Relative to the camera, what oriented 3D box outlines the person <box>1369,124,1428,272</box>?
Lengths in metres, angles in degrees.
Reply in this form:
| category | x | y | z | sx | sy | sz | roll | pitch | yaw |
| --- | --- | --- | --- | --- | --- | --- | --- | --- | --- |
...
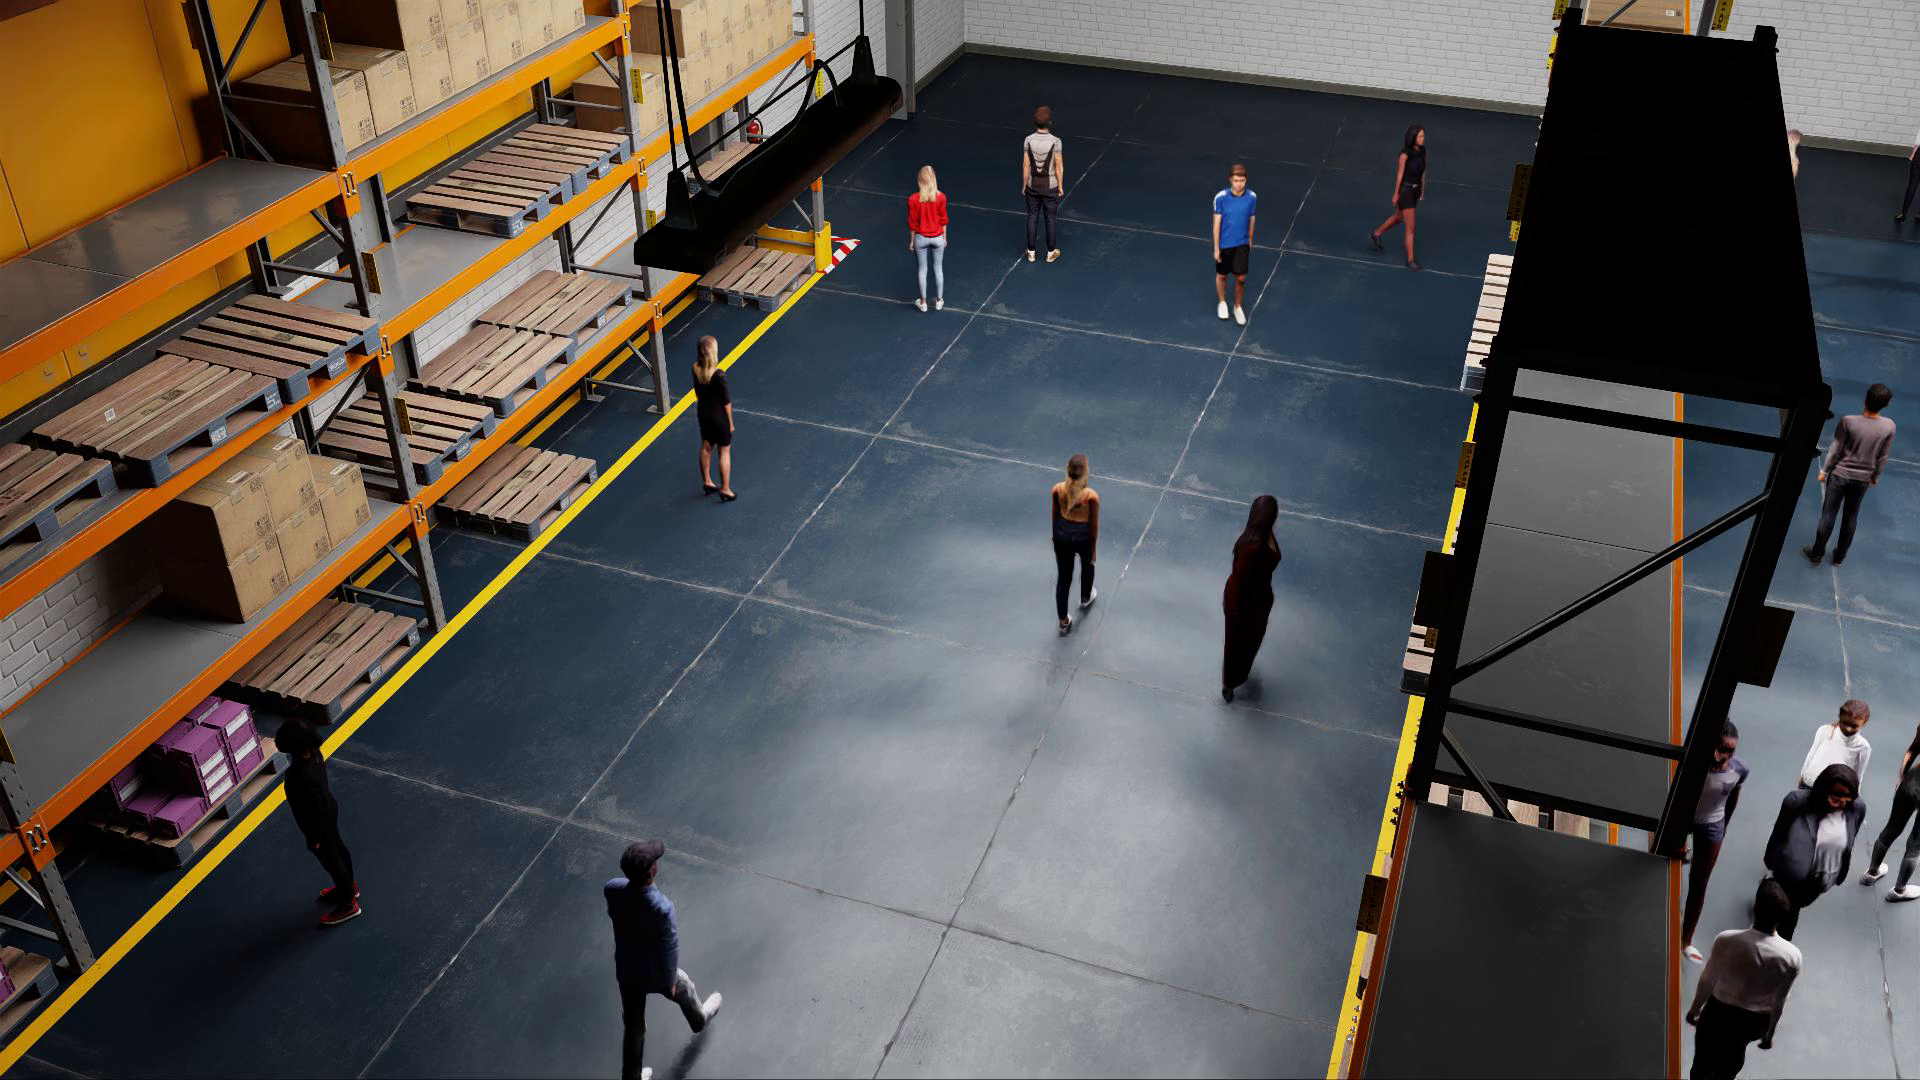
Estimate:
| category | x | y | z | sx | sy | sz | roll | pitch | yaw |
| --- | --- | --- | --- | --- | --- | --- | --- | --- | --- |
| person | 5.310 | -4.151 | 19.987 | 1.170 | 1.703 | 1.063 | -24 | 41 | -32 |

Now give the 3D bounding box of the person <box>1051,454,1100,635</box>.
| category | x | y | z | sx | sy | sz | roll | pitch | yaw |
| --- | --- | --- | --- | --- | --- | --- | --- | --- | --- |
| person | 0.915 | 0.061 | 13.739 | 0.602 | 1.605 | 0.880 | 12 | 35 | 17 |

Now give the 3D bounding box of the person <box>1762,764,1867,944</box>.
| category | x | y | z | sx | sy | sz | roll | pitch | yaw |
| --- | --- | --- | --- | --- | --- | --- | --- | --- | --- |
| person | 5.463 | 2.048 | 10.783 | 0.891 | 1.568 | 1.108 | 0 | 34 | 0 |

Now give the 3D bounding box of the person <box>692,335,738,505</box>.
| category | x | y | z | sx | sy | sz | roll | pitch | yaw |
| --- | --- | --- | --- | --- | --- | --- | --- | --- | --- |
| person | -2.304 | -1.128 | 15.467 | 0.598 | 1.672 | 0.576 | 23 | 40 | 30 |

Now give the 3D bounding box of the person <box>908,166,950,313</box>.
| category | x | y | z | sx | sy | sz | roll | pitch | yaw |
| --- | --- | --- | --- | --- | --- | --- | --- | --- | --- |
| person | -0.357 | -3.412 | 18.874 | 0.689 | 1.705 | 0.688 | -6 | 34 | -9 |

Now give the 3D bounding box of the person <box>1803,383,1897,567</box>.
| category | x | y | z | sx | sy | sz | roll | pitch | yaw |
| --- | --- | --- | --- | --- | --- | --- | --- | --- | --- |
| person | 7.784 | -0.565 | 14.535 | 0.567 | 1.767 | 0.675 | 11 | 35 | 16 |

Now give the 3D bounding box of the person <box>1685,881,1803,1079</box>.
| category | x | y | z | sx | sy | sz | roll | pitch | yaw |
| --- | --- | --- | --- | --- | --- | --- | --- | --- | --- |
| person | 4.398 | 2.787 | 9.437 | 0.617 | 1.827 | 1.166 | 12 | 36 | 18 |

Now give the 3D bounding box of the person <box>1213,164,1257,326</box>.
| category | x | y | z | sx | sy | sz | roll | pitch | yaw |
| --- | --- | --- | --- | --- | --- | --- | --- | --- | --- |
| person | 3.035 | -3.373 | 18.685 | 0.787 | 1.850 | 0.880 | 0 | 34 | 0 |

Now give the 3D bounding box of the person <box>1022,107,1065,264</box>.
| category | x | y | z | sx | sy | sz | roll | pitch | yaw |
| --- | --- | --- | --- | --- | --- | --- | --- | --- | --- |
| person | 0.989 | -4.265 | 19.987 | 0.690 | 1.893 | 0.599 | 6 | 34 | 8 |

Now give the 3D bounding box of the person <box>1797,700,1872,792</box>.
| category | x | y | z | sx | sy | sz | roll | pitch | yaw |
| --- | --- | --- | --- | --- | --- | --- | --- | --- | --- |
| person | 5.961 | 1.677 | 11.393 | 0.749 | 1.510 | 1.136 | 22 | 40 | 30 |

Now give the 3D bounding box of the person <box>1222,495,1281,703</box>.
| category | x | y | z | sx | sy | sz | roll | pitch | yaw |
| --- | --- | --- | --- | --- | --- | --- | --- | --- | --- |
| person | 2.203 | 0.478 | 13.005 | 0.804 | 1.724 | 0.569 | 25 | 41 | 33 |

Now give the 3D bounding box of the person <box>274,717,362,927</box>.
| category | x | y | z | sx | sy | sz | roll | pitch | yaw |
| --- | --- | --- | --- | --- | --- | --- | --- | --- | --- |
| person | -4.241 | 1.833 | 11.011 | 0.747 | 1.674 | 0.658 | -9 | 35 | -13 |

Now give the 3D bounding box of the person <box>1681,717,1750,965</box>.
| category | x | y | z | sx | sy | sz | roll | pitch | yaw |
| --- | --- | --- | --- | --- | --- | --- | --- | --- | --- |
| person | 4.833 | 1.835 | 11.005 | 0.770 | 1.677 | 1.219 | 6 | 34 | 8 |

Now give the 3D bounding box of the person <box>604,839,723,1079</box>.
| category | x | y | z | sx | sy | sz | roll | pitch | yaw |
| --- | --- | --- | --- | --- | --- | --- | --- | --- | --- |
| person | -1.882 | 2.557 | 9.770 | 0.700 | 1.843 | 1.128 | 14 | 36 | 20 |

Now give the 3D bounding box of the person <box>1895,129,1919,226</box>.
| category | x | y | z | sx | sy | sz | roll | pitch | yaw |
| --- | --- | --- | --- | --- | --- | --- | --- | --- | --- |
| person | 12.215 | -4.833 | 20.964 | 0.599 | 1.758 | 0.516 | 9 | 35 | 13 |

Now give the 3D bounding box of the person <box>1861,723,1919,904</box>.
| category | x | y | z | sx | sy | sz | roll | pitch | yaw |
| --- | --- | --- | --- | --- | --- | --- | --- | --- | --- |
| person | 6.464 | 1.714 | 11.163 | 0.718 | 1.704 | 0.666 | -17 | 37 | -23 |
